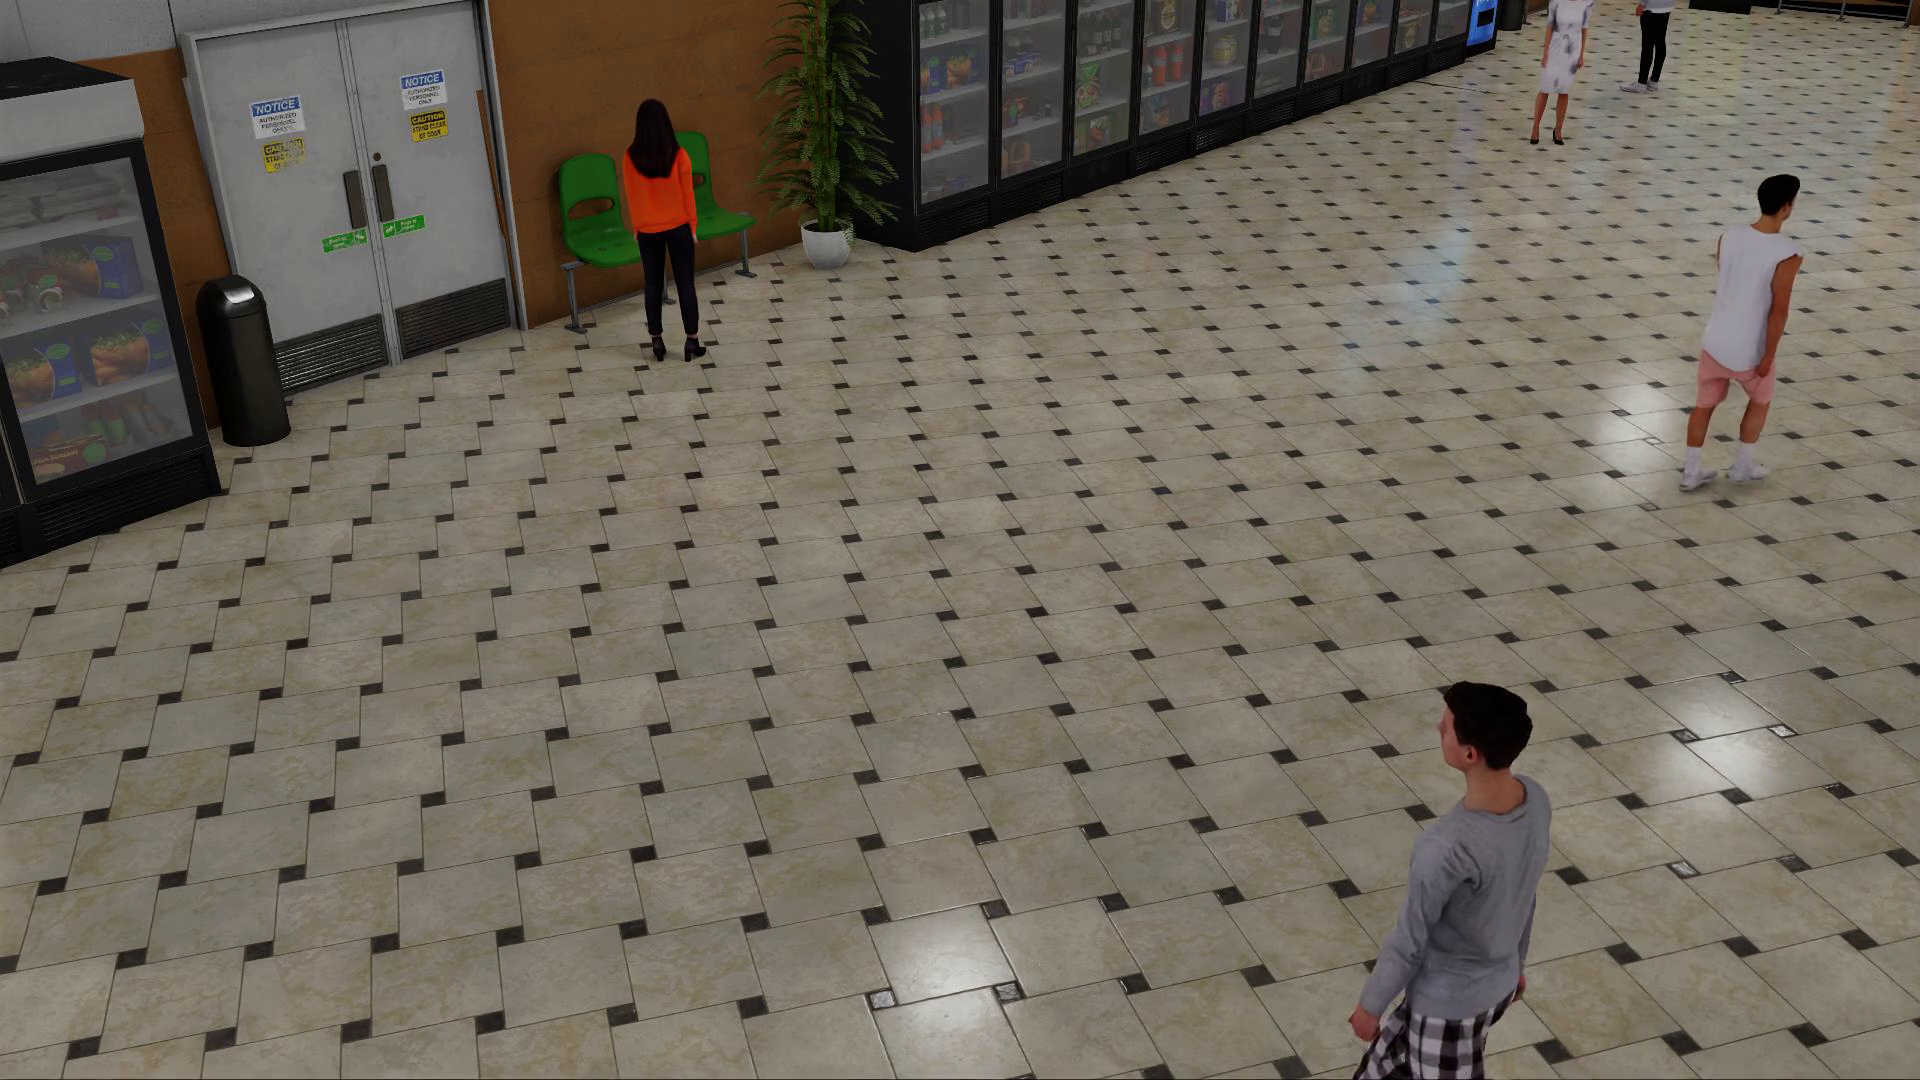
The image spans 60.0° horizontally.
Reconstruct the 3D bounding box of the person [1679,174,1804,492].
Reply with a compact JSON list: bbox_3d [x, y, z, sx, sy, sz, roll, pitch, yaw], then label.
[{"bbox_3d":[4.167,-1.078,9.031,0.812,1.770,0.787,-17,31,-30],"label":"person"}]

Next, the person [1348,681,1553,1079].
[{"bbox_3d":[1.384,1.233,4.415,0.727,1.823,1.024,-23,35,-38],"label":"person"}]

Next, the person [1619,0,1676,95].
[{"bbox_3d":[7.786,-5.979,18.517,0.736,1.931,0.687,-18,32,-31],"label":"person"}]

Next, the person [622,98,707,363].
[{"bbox_3d":[-1.939,-2.022,10.915,0.673,1.749,0.769,3,27,6],"label":"person"}]

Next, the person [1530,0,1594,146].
[{"bbox_3d":[5.923,-4.788,16.368,0.617,1.751,0.710,3,27,5],"label":"person"}]
